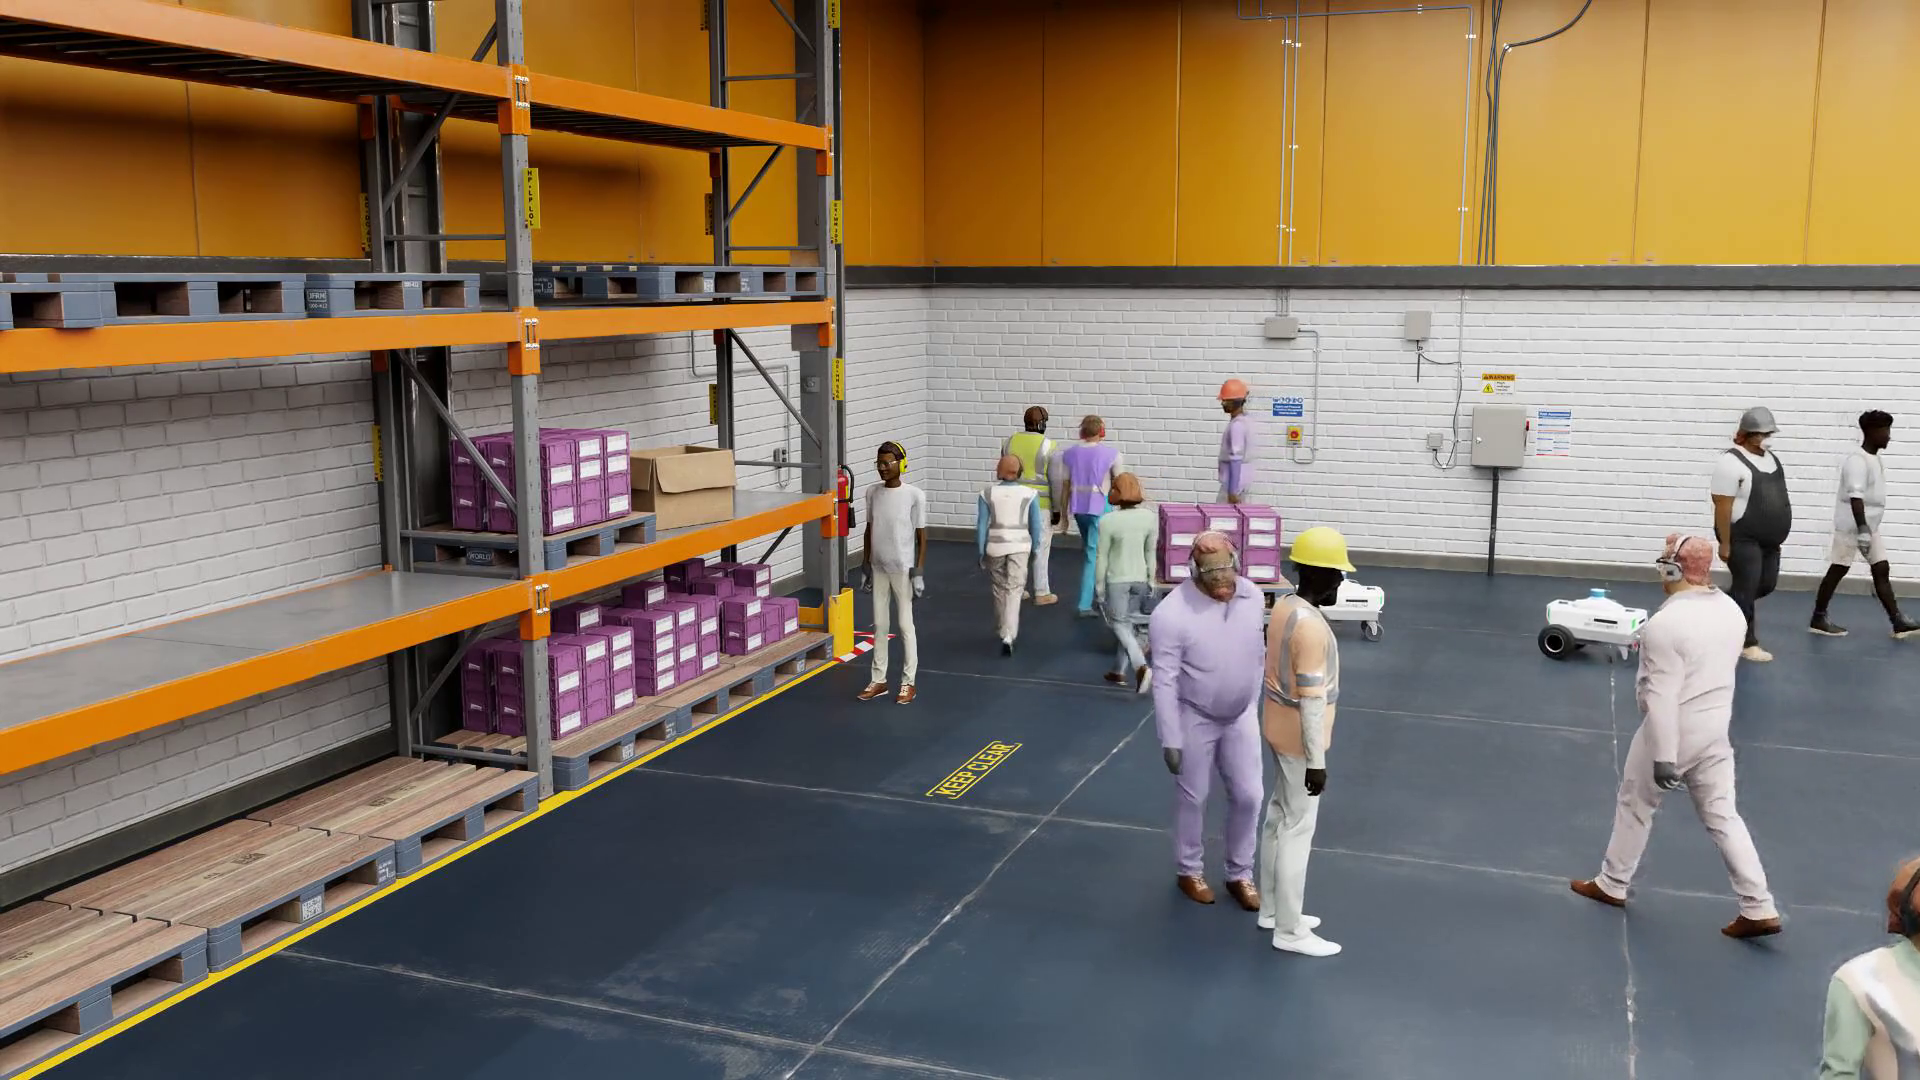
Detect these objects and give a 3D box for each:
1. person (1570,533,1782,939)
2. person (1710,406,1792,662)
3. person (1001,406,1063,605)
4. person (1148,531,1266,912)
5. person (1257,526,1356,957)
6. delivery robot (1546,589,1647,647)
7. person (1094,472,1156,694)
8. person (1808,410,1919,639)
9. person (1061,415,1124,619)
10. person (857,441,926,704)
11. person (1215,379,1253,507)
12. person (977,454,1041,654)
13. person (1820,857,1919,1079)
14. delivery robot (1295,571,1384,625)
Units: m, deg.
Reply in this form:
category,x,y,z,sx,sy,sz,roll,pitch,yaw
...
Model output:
category,x,y,z,sx,sy,sz,roll,pitch,yaw
person,3.379,0.893,7.700,0.649,1.863,0.998,-5,10,-28
person,6.232,-0.081,13.222,0.691,2.000,0.704,-5,11,-31
person,0.684,-0.318,15.372,0.625,1.839,0.429,6,11,34
person,1.177,0.857,7.905,0.675,1.859,0.590,-4,10,-22
person,1.553,0.890,7.492,0.382,1.923,0.591,0,9,-1
delivery robot,5.022,0.629,13.127,0.707,0.478,0.477,7,11,37
person,1.234,0.314,12.102,0.505,1.613,0.713,-5,10,-27
person,7.596,-0.113,13.789,0.629,1.918,0.968,-9,12,-43
person,1.226,-0.213,14.873,0.668,1.787,0.962,6,11,32
person,-0.483,0.228,11.812,0.521,1.874,0.328,4,10,26
person,2.758,-0.584,16.454,0.764,2.023,0.652,3,10,18
person,0.390,0.098,13.484,0.514,1.593,0.875,1,9,9
person,2.402,1.555,4.245,0.523,1.622,0.588,-1,9,-6
delivery robot,3.174,0.504,13.911,0.707,0.478,0.477,1,9,6
